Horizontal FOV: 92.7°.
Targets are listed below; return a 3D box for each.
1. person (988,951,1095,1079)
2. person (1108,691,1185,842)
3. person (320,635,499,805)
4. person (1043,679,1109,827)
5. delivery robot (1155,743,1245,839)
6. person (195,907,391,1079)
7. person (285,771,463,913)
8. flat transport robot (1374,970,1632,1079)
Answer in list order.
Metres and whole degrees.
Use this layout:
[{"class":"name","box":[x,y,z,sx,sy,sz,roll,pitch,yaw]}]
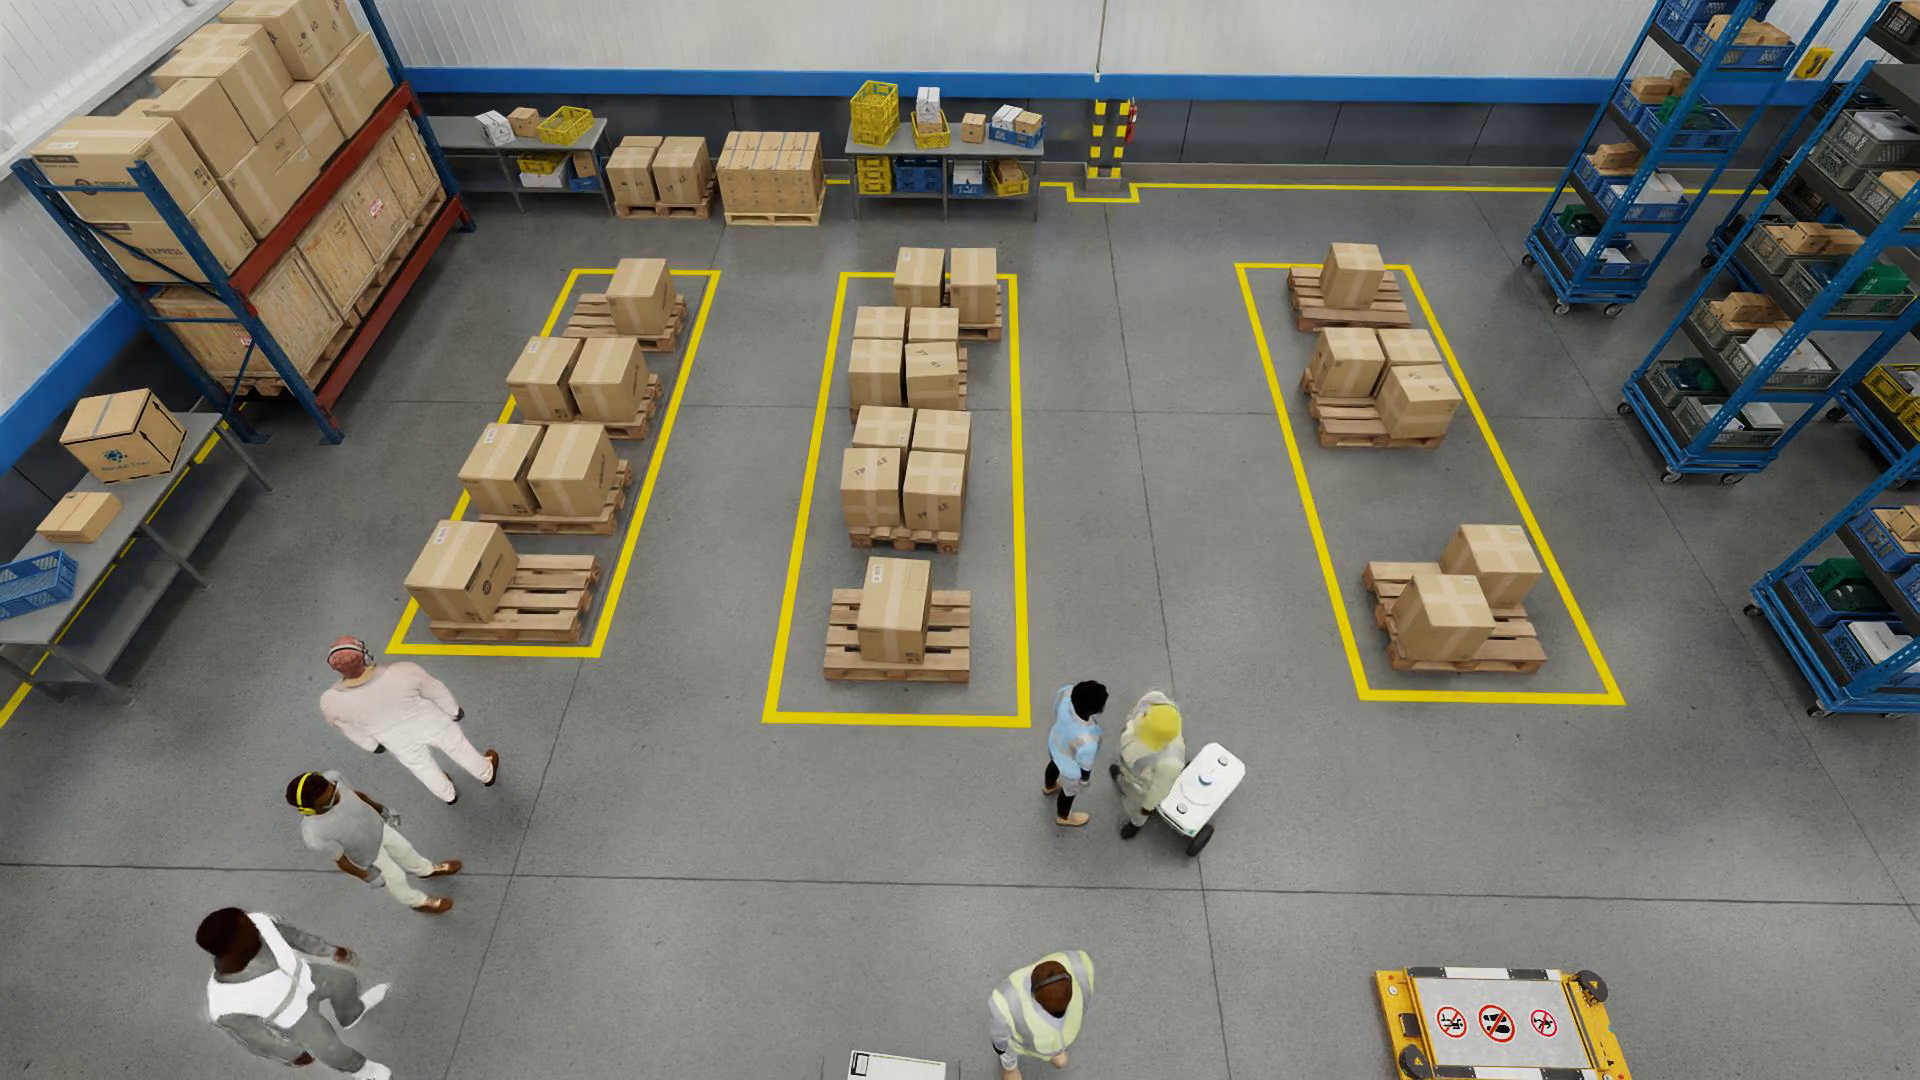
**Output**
[{"class":"person","box":[0.464,2.746,5.223,0.635,1.842,0.429,-20,54,-16]},{"class":"person","box":[1.259,1.487,6.290,0.403,1.788,0.755,1,51,0]},{"class":"person","box":[-3.835,1.261,6.393,0.652,1.906,0.402,-23,54,-18]},{"class":"person","box":[0.783,1.467,6.358,0.322,1.695,0.536,-12,52,-10]},{"class":"delivery robot","box":[1.768,1.836,6.731,0.477,0.478,0.707,37,60,26]},{"class":"person","box":[-3.849,2.658,5.274,0.382,1.884,0.667,-10,51,-8]},{"class":"person","box":[-3.754,1.940,5.877,0.334,1.855,0.520,-9,51,-7]},{"class":"flat transport robot","box":[3.501,3.133,5.914,1.431,0.197,0.652,1,51,1]}]
